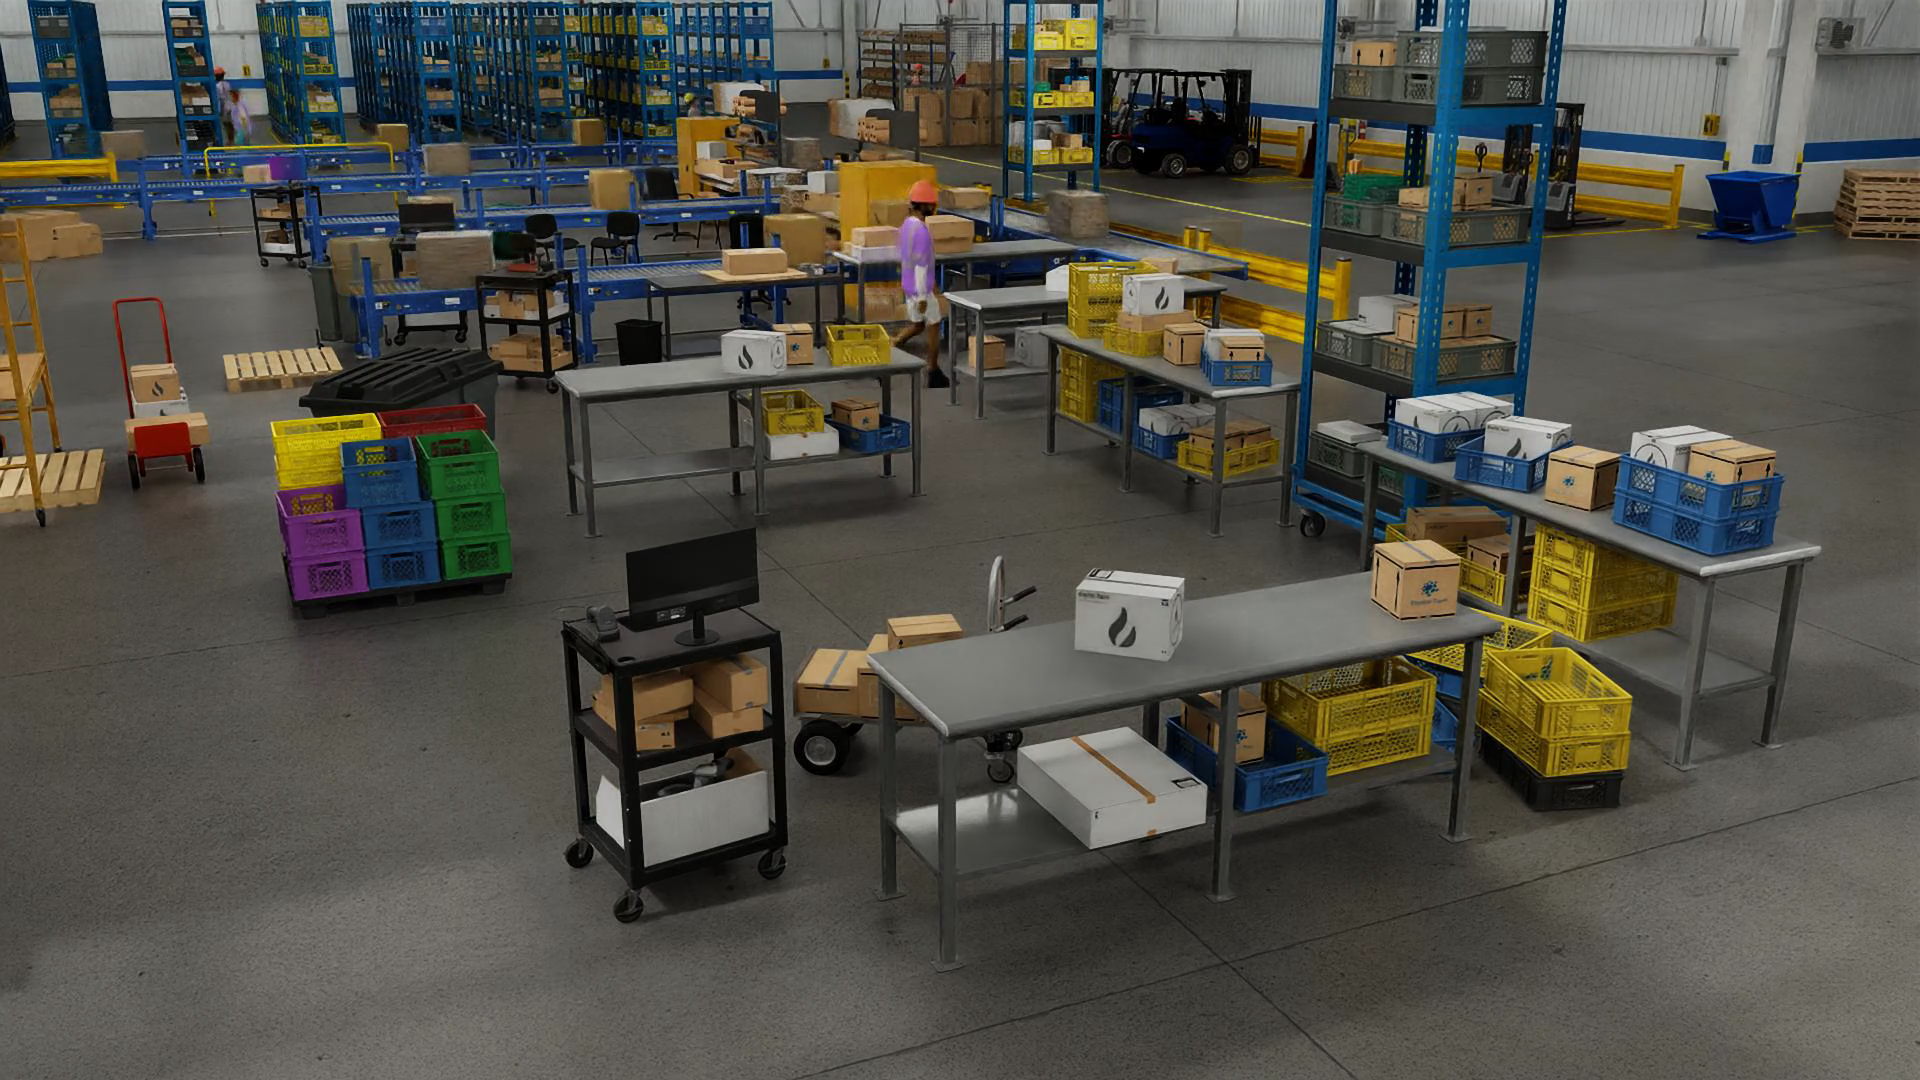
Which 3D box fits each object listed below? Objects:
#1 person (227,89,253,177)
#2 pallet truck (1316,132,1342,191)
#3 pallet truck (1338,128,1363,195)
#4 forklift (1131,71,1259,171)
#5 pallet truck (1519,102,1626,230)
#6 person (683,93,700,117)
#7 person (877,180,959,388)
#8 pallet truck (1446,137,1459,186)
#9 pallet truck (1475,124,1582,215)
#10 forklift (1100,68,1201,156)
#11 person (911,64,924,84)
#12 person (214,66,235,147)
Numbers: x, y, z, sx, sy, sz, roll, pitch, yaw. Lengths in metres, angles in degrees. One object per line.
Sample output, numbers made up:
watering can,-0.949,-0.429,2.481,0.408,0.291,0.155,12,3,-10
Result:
person,-15.211,-8.536,34.935,0.740,1.817,0.607,-9,20,-27
pallet truck,7.723,-7.504,32.656,1.601,1.201,0.680,-8,19,-23
pallet truck,7.845,-7.140,31.411,1.522,1.261,0.704,-9,20,-25
forklift,4.998,-8.936,35.413,2.680,1.987,1.157,-9,20,-25
pallet truck,9.972,-6.037,26.785,1.885,1.965,0.823,-9,20,-25
person,-5.670,-8.513,35.002,0.734,1.730,0.560,4,18,13
person,-0.421,-2.323,15.228,0.754,1.914,0.557,-6,18,-17
pallet truck,9.184,-6.485,29.328,1.630,1.274,0.653,-8,19,-23
pallet truck,9.707,-6.455,28.103,1.885,1.965,0.823,-7,19,-20
forklift,4.082,-9.564,37.410,2.680,1.987,1.157,-8,19,-23
person,-1.168,-12.228,46.291,0.376,1.995,0.612,-4,18,-11
person,-18.736,-10.992,42.322,0.391,2.040,0.615,-1,18,-4
